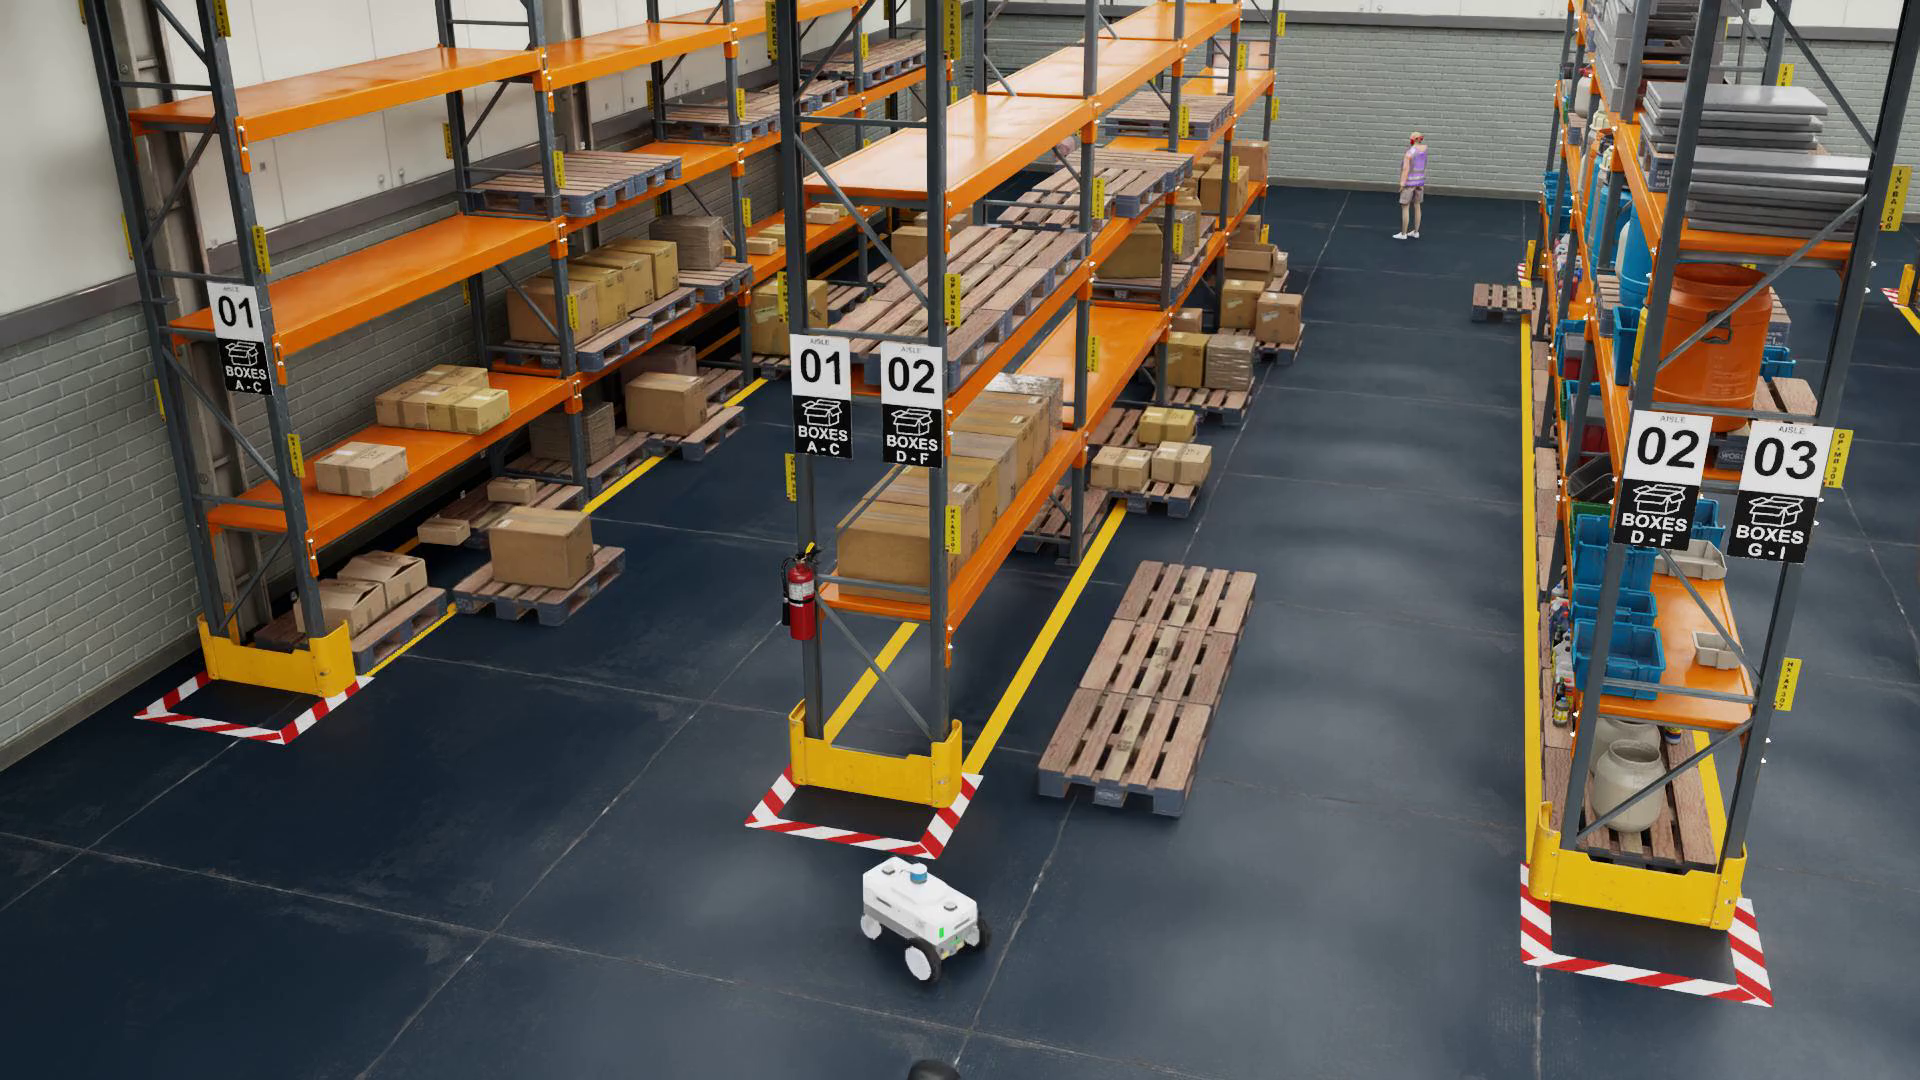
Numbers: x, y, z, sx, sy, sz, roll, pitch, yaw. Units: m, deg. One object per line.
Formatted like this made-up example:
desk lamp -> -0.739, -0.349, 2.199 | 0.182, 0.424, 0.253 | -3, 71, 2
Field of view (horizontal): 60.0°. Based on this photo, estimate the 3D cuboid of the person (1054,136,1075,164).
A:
person -> 1.694, -5.925, 26.977 | 0.331, 1.800, 0.535 | 9, 25, 20

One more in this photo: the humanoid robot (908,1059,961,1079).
humanoid robot -> -0.100, 2.817, 6.862 | 0.390, 1.648, 0.610 | 4, 24, 9

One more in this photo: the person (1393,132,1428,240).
person -> 7.179, -5.619, 26.413 | 0.492, 1.688, 0.348 | -14, 27, -29

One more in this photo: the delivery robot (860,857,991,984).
delivery robot -> -0.236, 2.173, 9.755 | 0.774, 0.581, 0.499 | 21, 31, 40
